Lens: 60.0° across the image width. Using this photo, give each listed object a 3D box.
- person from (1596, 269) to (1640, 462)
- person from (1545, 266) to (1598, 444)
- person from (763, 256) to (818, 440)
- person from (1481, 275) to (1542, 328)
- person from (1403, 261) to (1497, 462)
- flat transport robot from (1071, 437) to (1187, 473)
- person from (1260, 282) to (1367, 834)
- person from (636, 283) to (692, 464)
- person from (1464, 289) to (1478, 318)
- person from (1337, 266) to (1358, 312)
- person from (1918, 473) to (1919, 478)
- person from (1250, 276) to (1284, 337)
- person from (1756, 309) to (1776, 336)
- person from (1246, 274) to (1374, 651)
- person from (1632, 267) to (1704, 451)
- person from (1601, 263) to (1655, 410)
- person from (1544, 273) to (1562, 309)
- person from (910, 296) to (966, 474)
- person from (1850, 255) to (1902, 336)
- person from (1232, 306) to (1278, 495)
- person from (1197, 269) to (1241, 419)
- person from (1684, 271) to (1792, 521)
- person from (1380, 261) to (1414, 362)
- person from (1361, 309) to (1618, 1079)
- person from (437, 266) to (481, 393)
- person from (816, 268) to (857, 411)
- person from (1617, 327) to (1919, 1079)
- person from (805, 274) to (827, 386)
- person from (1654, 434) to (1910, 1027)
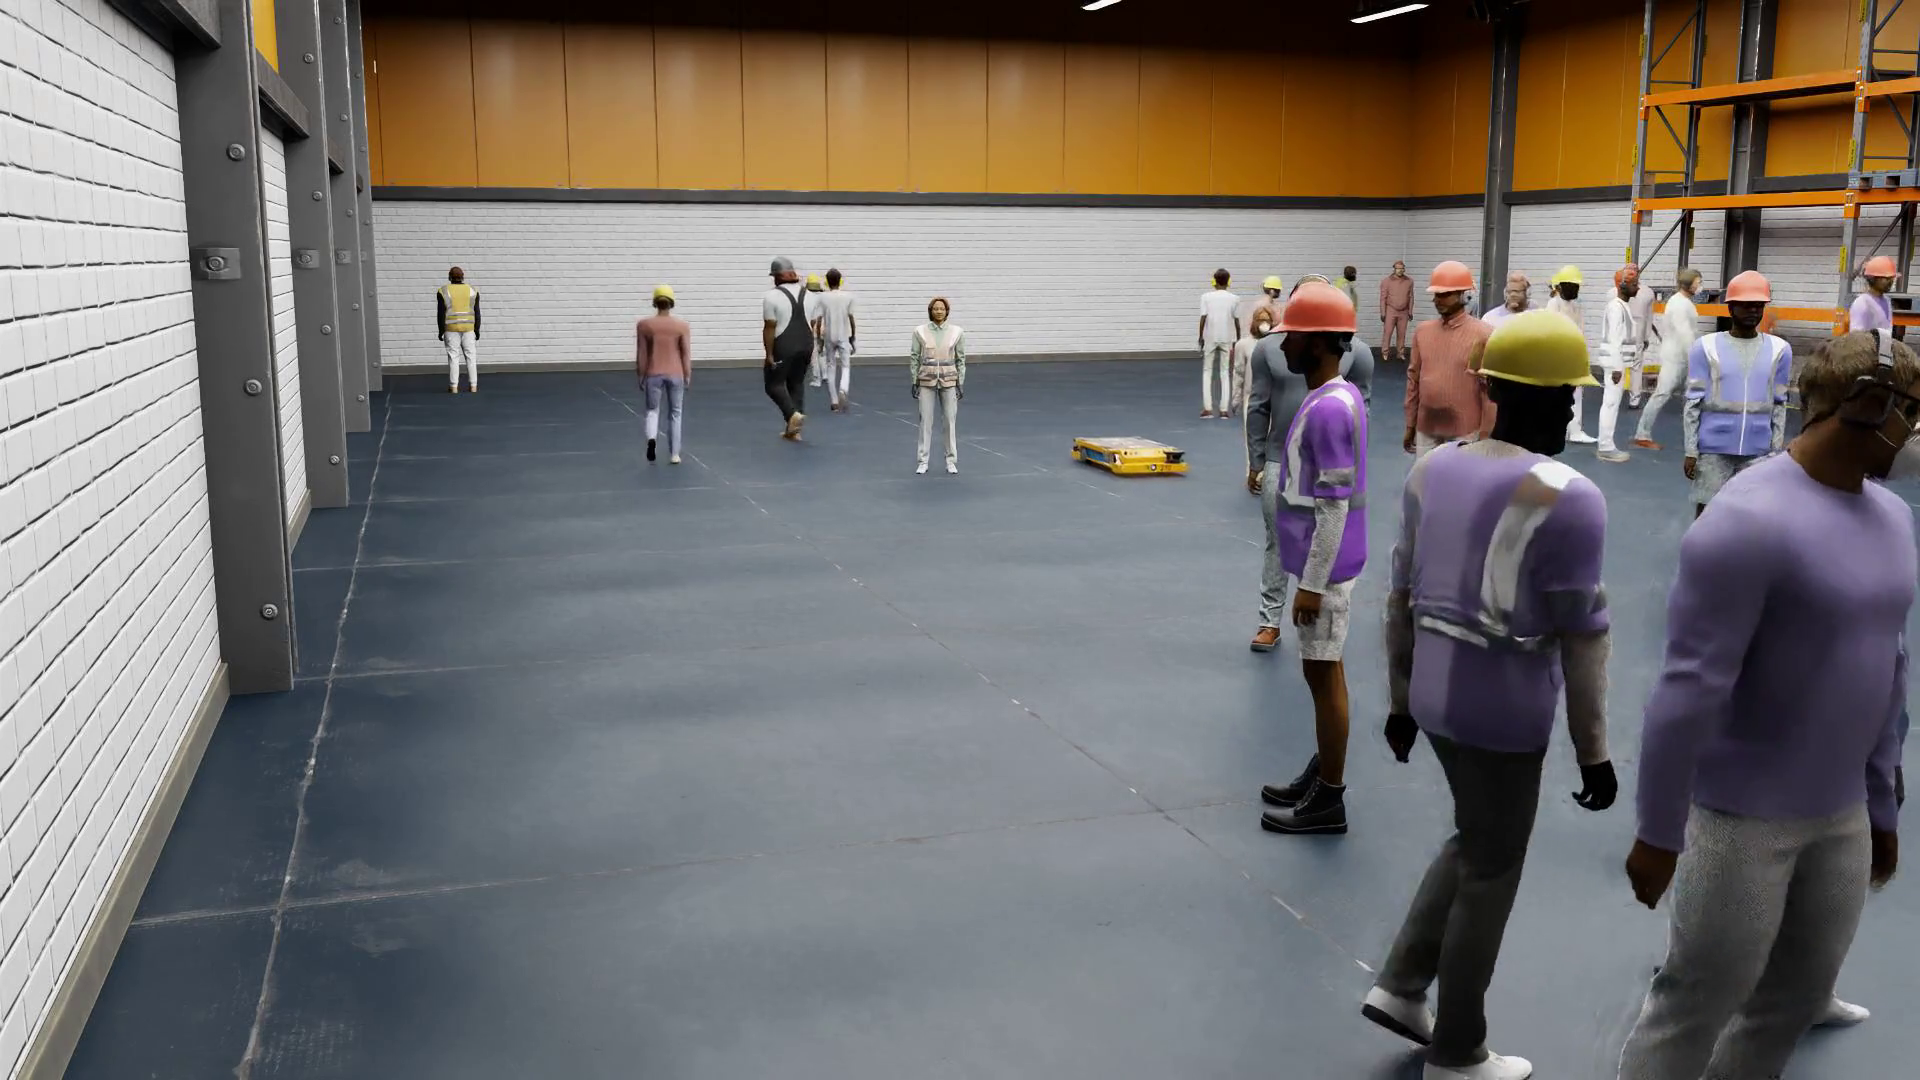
[{"bbox_3d":[6.477,-1.718,16.379,0.337,1.882,0.584,4,11,24],"label":"person"},{"bbox_3d":[6.465,-1.950,17.694,0.614,1.890,0.843,-9,13,-41],"label":"person"},{"bbox_3d":[-1.844,-2.075,17.995,0.680,2.000,0.654,-8,13,-39],"label":"person"},{"bbox_3d":[4.849,-1.399,14.639,0.662,1.861,1.004,6,12,32],"label":"person"},{"bbox_3d":[2.964,-0.694,10.143,0.401,1.989,0.623,-8,13,-40],"label":"person"},{"bbox_3d":[1.589,-0.824,15.873,0.652,0.197,1.431,-3,10,-14],"label":"flat transport robot"},{"bbox_3d":[1.245,0.072,5.861,0.366,1.939,0.542,3,10,14],"label":"person"},{"bbox_3d":[-2.843,-1.576,15.959,0.533,1.756,0.535,-1,10,-3],"label":"person"},{"bbox_3d":[7.309,-2.966,24.332,0.500,1.633,0.280,0,10,2],"label":"person"},{"bbox_3d":[7.122,-4.143,30.684,0.433,1.806,0.700,1,10,5],"label":"person"},{"bbox_3d":[8.690,-1.212,14.122,0.867,1.665,0.531,9,13,43],"label":"person"},{"bbox_3d":[3.946,-2.461,21.065,0.547,1.745,0.609,-9,14,-43],"label":"person"},{"bbox_3d":[9.721,-2.296,20.379,0.528,1.655,0.864,-4,10,-21],"label":"person"},{"bbox_3d":[1.766,-0.378,8.480,0.627,1.936,0.372,3,10,17],"label":"person"},{"bbox_3d":[7.424,-1.825,17.004,0.994,1.888,0.646,6,12,32],"label":"person"},{"bbox_3d":[8.670,-2.640,21.656,0.645,1.908,0.408,-1,10,-4],"label":"person"},{"bbox_3d":[7.672,-2.551,21.521,0.587,1.768,0.949,-6,11,-30],"label":"person"},{"bbox_3d":[-0.205,-1.430,15.408,0.514,1.645,0.308,0,10,-2],"label":"person"},{"bbox_3d":[8.516,-1.664,15.682,0.615,2.022,0.752,-8,13,-40],"label":"person"},{"bbox_3d":[2.578,-1.182,14.110,0.519,1.579,0.842,1,10,6],"label":"person"},{"bbox_3d":[3.218,-2.417,20.527,0.553,1.849,0.442,0,10,-1],"label":"person"},{"bbox_3d":[4.334,-0.524,9.302,0.545,1.942,0.354,1,10,9],"label":"person"},{"bbox_3d":[8.166,-4.260,31.107,0.655,1.893,0.419,-2,10,-12],"label":"person"},{"bbox_3d":[1.291,0.407,4.015,0.436,1.913,0.597,-4,10,-20],"label":"person"},{"bbox_3d":[-7.339,-3.074,24.352,0.635,1.842,0.429,-6,12,-31],"label":"person"},{"bbox_3d":[-1.584,-2.563,21.354,0.526,1.858,0.612,-1,10,-3],"label":"person"},{"bbox_3d":[1.557,0.545,3.271,0.801,1.908,0.346,-6,11,-30],"label":"person"},{"bbox_3d":[-2.247,-3.220,25.555,0.484,1.723,0.413,-6,12,-32],"label":"person"},{"bbox_3d":[2.090,0.518,4.201,0.683,1.619,0.523,-2,10,-12],"label":"person"}]
